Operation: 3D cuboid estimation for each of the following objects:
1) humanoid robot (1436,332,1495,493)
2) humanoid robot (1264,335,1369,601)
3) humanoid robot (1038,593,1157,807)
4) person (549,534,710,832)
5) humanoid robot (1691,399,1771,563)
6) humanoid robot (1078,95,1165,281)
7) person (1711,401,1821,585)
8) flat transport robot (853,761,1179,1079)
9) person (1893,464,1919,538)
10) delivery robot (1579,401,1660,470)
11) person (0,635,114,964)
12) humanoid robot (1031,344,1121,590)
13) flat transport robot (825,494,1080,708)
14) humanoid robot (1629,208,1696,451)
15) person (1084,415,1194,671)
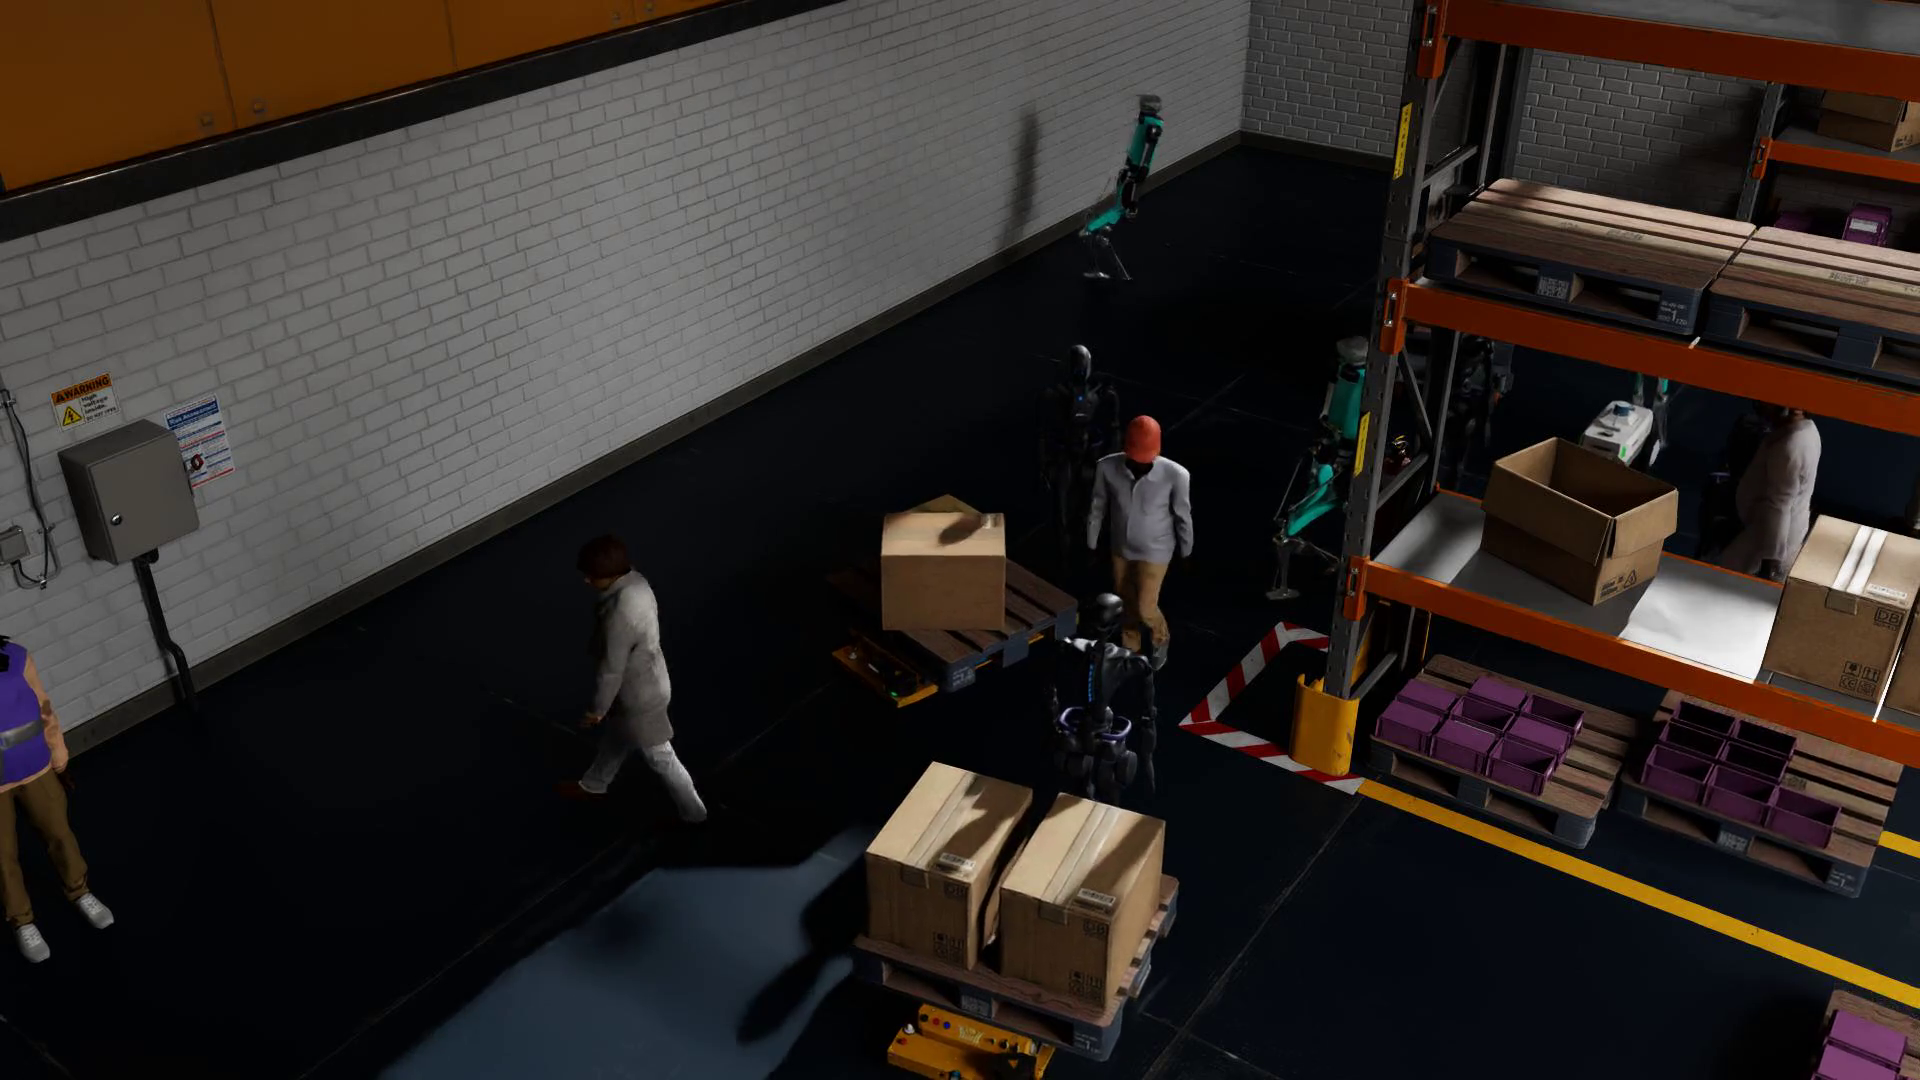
[{"bbox_3d":[3.337,-0.901,11.182,0.334,1.651,0.602,-17,34,-26],"label":"humanoid robot"},{"bbox_3d":[2.147,-0.372,10.214,0.970,1.735,0.538,-12,32,-20],"label":"humanoid robot"},{"bbox_3d":[0.632,1.005,7.939,0.609,1.632,0.779,11,32,19],"label":"humanoid robot"},{"bbox_3d":[-1.713,0.743,8.243,0.886,1.783,0.532,-2,30,-3],"label":"person"},{"bbox_3d":[4.608,-0.181,9.941,0.327,1.648,0.608,0,30,0],"label":"humanoid robot"},{"bbox_3d":[1.350,-3.103,14.970,0.910,1.768,0.545,-2,30,-3],"label":"humanoid robot"},{"bbox_3d":[4.606,-0.071,9.572,0.724,1.868,0.653,19,35,30],"label":"person"},{"bbox_3d":[0.266,1.952,7.653,0.659,0.231,1.431,13,32,21],"label":"flat transport robot"},{"bbox_3d":[6.594,-0.852,10.911,0.564,1.875,0.390,6,30,10],"label":"person"},{"bbox_3d":[4.732,-0.713,12.010,0.499,0.614,0.815,20,35,30],"label":"delivery robot"},{"bbox_3d":[-4.339,1.055,7.560,0.528,1.924,0.427,-25,39,-37],"label":"person"},{"bbox_3d":[0.754,-0.482,10.493,0.596,1.636,0.718,-3,30,-5],"label":"humanoid robot"},{"bbox_3d":[-0.014,0.553,10.080,1.431,0.231,0.659,-23,37,-34],"label":"flat transport robot"},{"bbox_3d":[5.069,-1.444,12.091,0.538,1.803,0.759,10,32,17],"label":"humanoid robot"},{"bbox_3d":[1.007,0.035,9.528,0.616,1.718,0.420,17,34,27],"label":"person"}]
